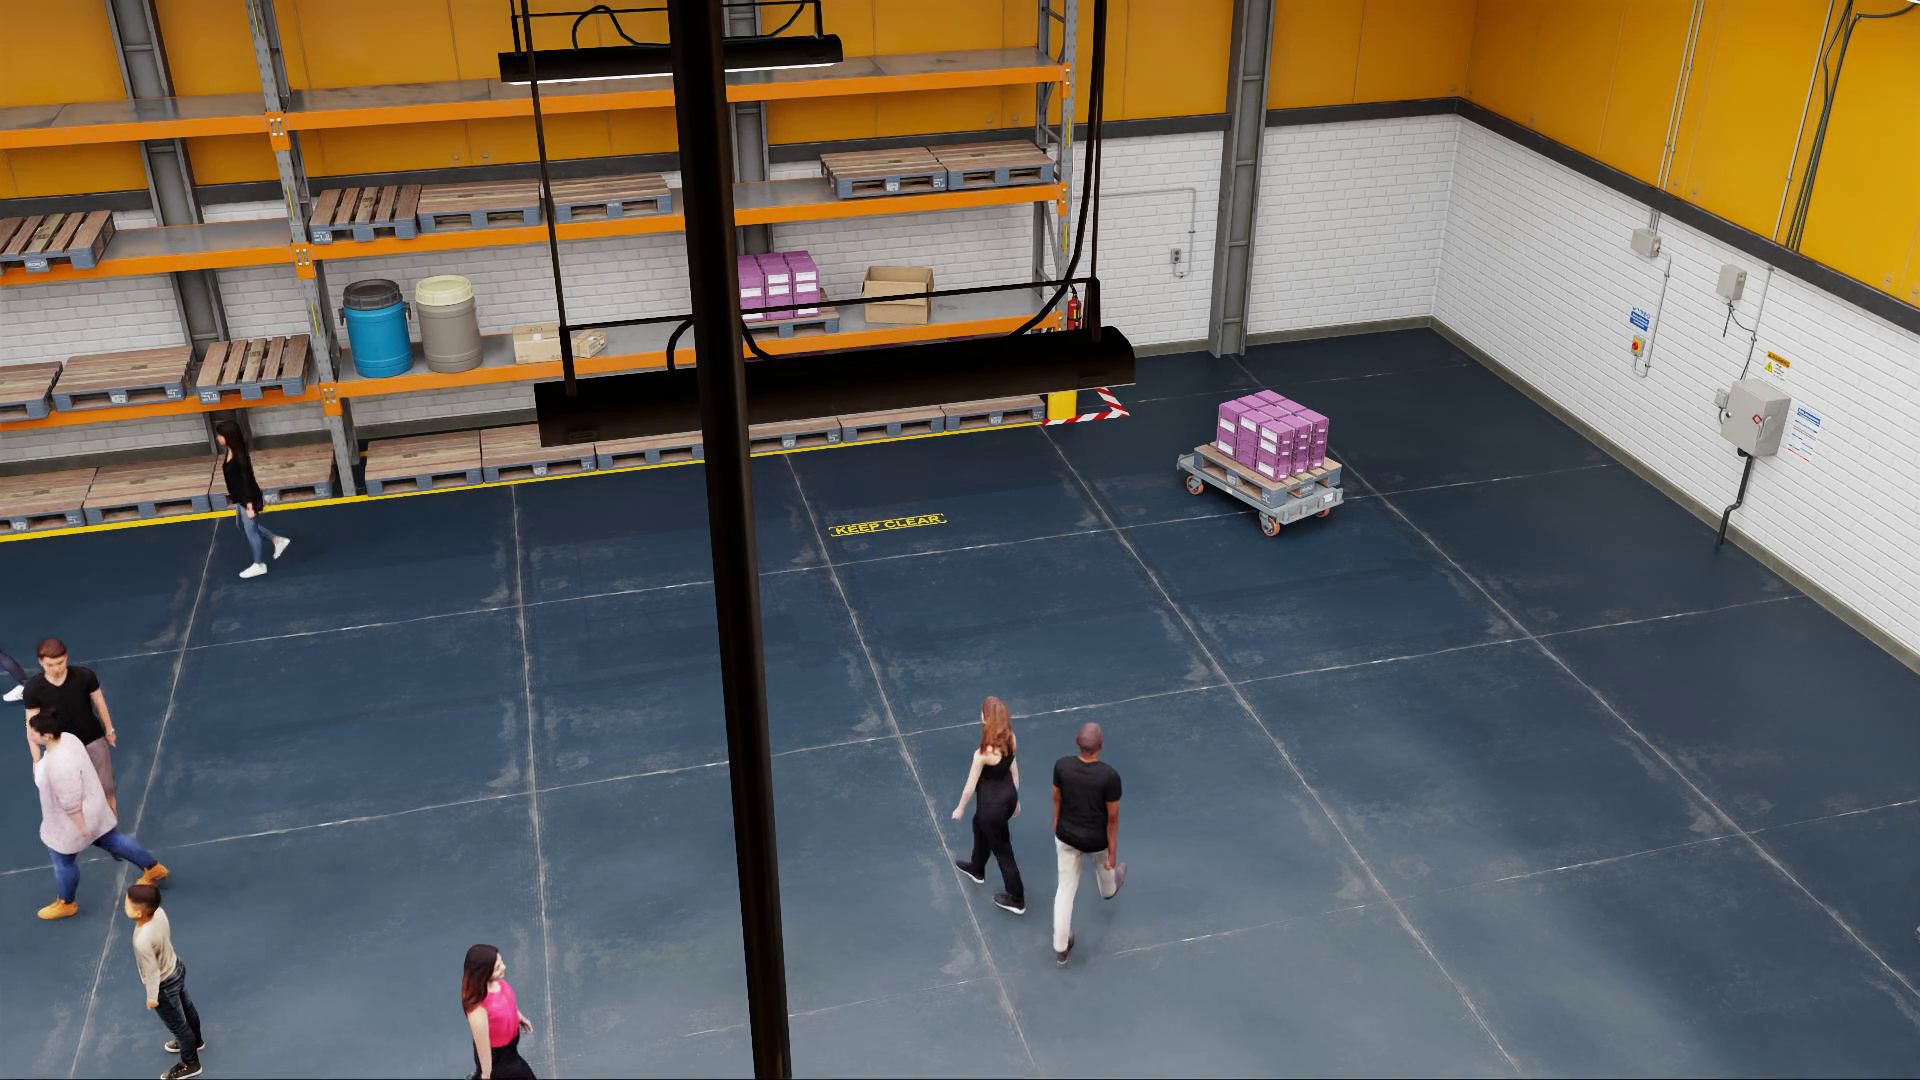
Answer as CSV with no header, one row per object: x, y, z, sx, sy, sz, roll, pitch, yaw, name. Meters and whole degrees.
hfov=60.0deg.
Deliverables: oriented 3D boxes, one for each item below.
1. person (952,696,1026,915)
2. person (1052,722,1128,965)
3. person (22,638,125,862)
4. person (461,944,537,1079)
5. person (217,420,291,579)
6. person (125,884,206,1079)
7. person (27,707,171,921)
0.332,1.912,11.690,0.953,1.718,0.929,18,34,30,person
0.806,2.102,11.310,1.240,1.749,1.198,11,30,19,person
-6.572,1.462,12.395,0.881,1.835,0.863,-11,31,-20,person
-2.779,3.025,9.756,1.099,1.616,0.645,-5,29,-9,person
-6.826,-0.431,16.069,0.848,1.640,0.714,-18,33,-29,person
-4.991,2.742,10.434,0.501,1.465,0.538,-7,29,-12,person
-6.143,1.888,11.746,1.078,1.708,0.658,-7,29,-13,person
